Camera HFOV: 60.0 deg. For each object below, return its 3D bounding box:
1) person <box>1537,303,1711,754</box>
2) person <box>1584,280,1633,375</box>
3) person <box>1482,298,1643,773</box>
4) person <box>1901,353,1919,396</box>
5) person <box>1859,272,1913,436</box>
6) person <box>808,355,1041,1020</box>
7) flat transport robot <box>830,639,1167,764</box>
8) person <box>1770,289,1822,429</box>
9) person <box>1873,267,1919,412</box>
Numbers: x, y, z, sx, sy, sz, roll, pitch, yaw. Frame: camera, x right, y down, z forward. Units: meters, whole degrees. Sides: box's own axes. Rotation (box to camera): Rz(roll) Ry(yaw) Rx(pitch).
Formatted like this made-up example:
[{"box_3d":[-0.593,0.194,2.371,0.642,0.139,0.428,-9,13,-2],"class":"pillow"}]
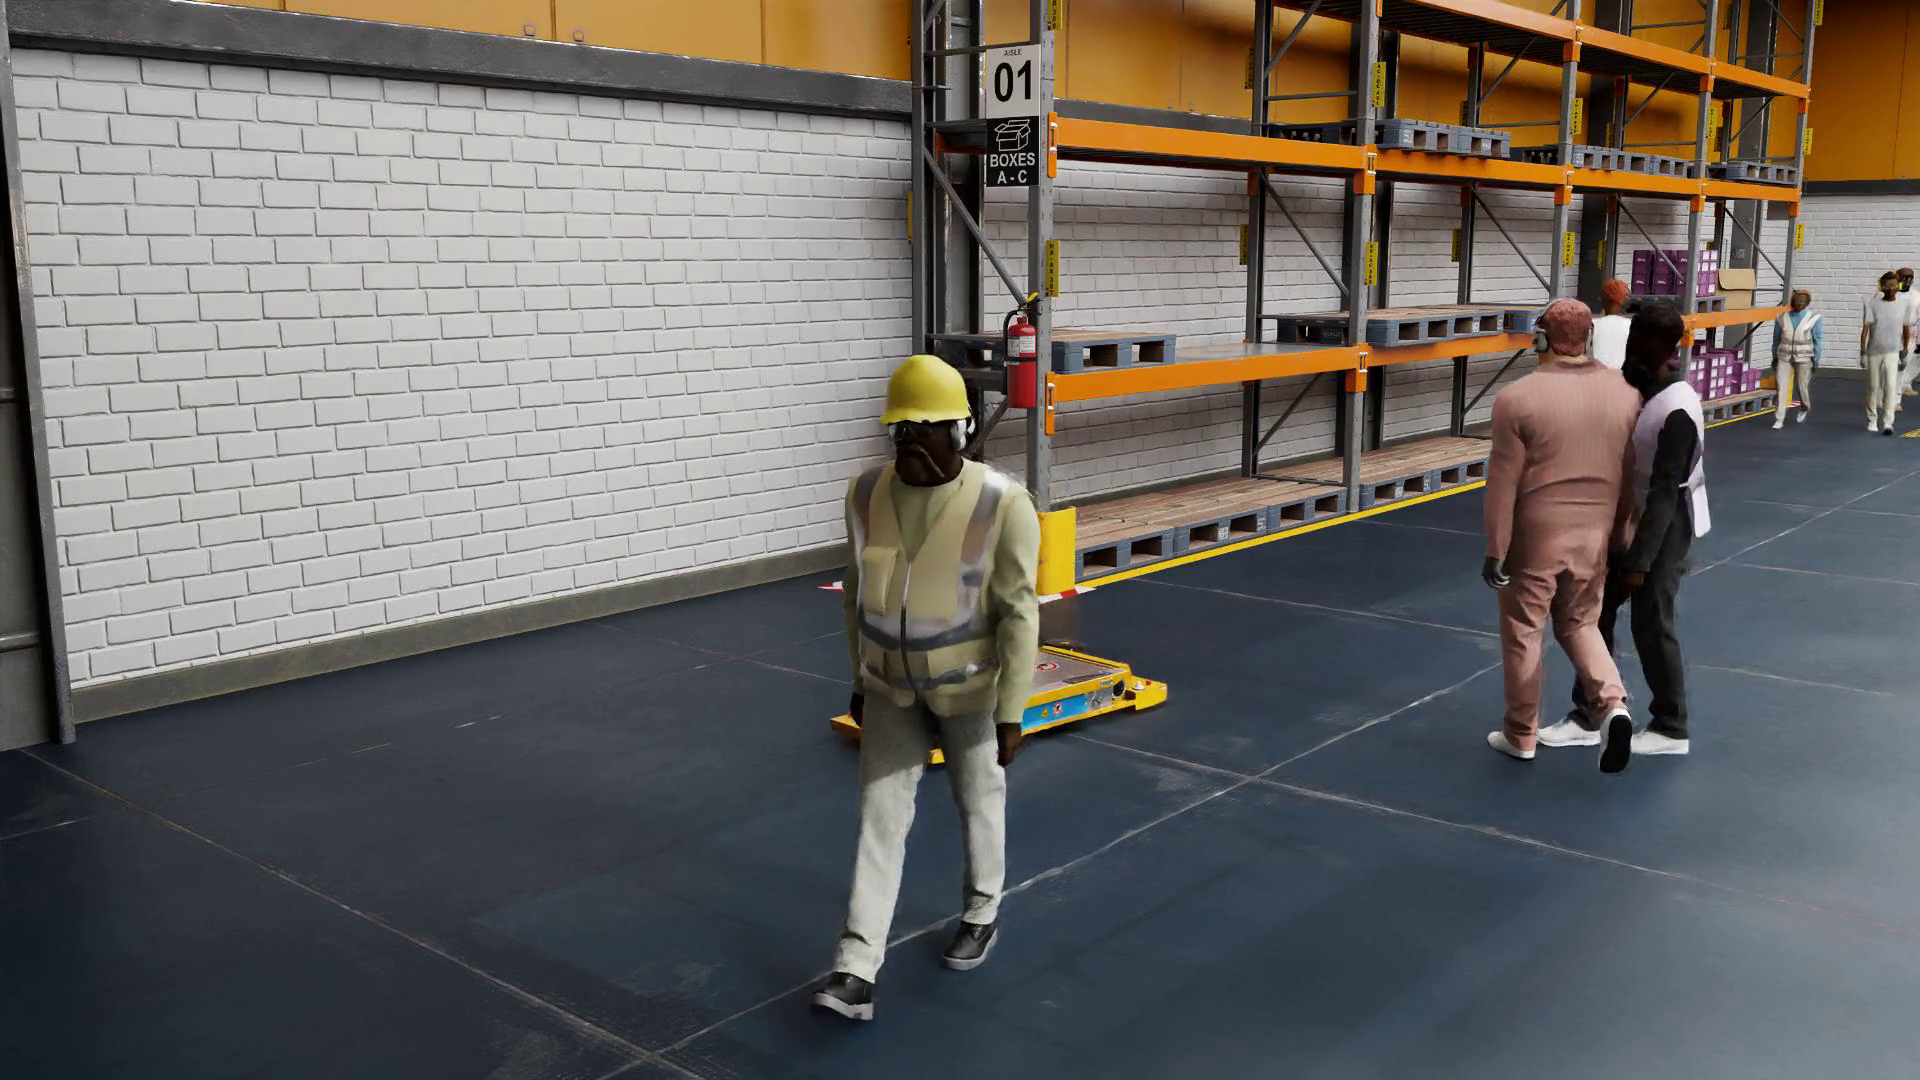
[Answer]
[{"box_3d":[2.688,-0.012,6.648,0.708,1.859,0.684,-1,10,-5],"class":"person"},{"box_3d":[4.925,-1.062,12.716,0.595,1.831,0.989,4,11,21],"class":"person"},{"box_3d":[2.368,-0.002,6.529,0.653,1.883,0.672,-2,10,-9],"class":"person"},{"box_3d":[13.613,-2.869,23.159,0.979,1.795,0.633,7,12,33],"class":"person"},{"box_3d":[10.321,-2.073,18.572,0.500,1.800,0.995,5,11,24],"class":"person"},{"box_3d":[-0.097,0.400,4.516,0.623,1.781,0.912,4,11,22],"class":"person"},{"box_3d":[0.192,0.678,7.257,1.431,0.197,0.652,-9,14,-42],"class":"flat transport robot"},{"box_3d":[9.693,-2.098,19.274,0.533,1.612,0.696,8,13,37],"class":"person"},{"box_3d":[11.904,-2.538,21.119,0.649,1.832,0.442,1,10,4],"class":"person"}]
